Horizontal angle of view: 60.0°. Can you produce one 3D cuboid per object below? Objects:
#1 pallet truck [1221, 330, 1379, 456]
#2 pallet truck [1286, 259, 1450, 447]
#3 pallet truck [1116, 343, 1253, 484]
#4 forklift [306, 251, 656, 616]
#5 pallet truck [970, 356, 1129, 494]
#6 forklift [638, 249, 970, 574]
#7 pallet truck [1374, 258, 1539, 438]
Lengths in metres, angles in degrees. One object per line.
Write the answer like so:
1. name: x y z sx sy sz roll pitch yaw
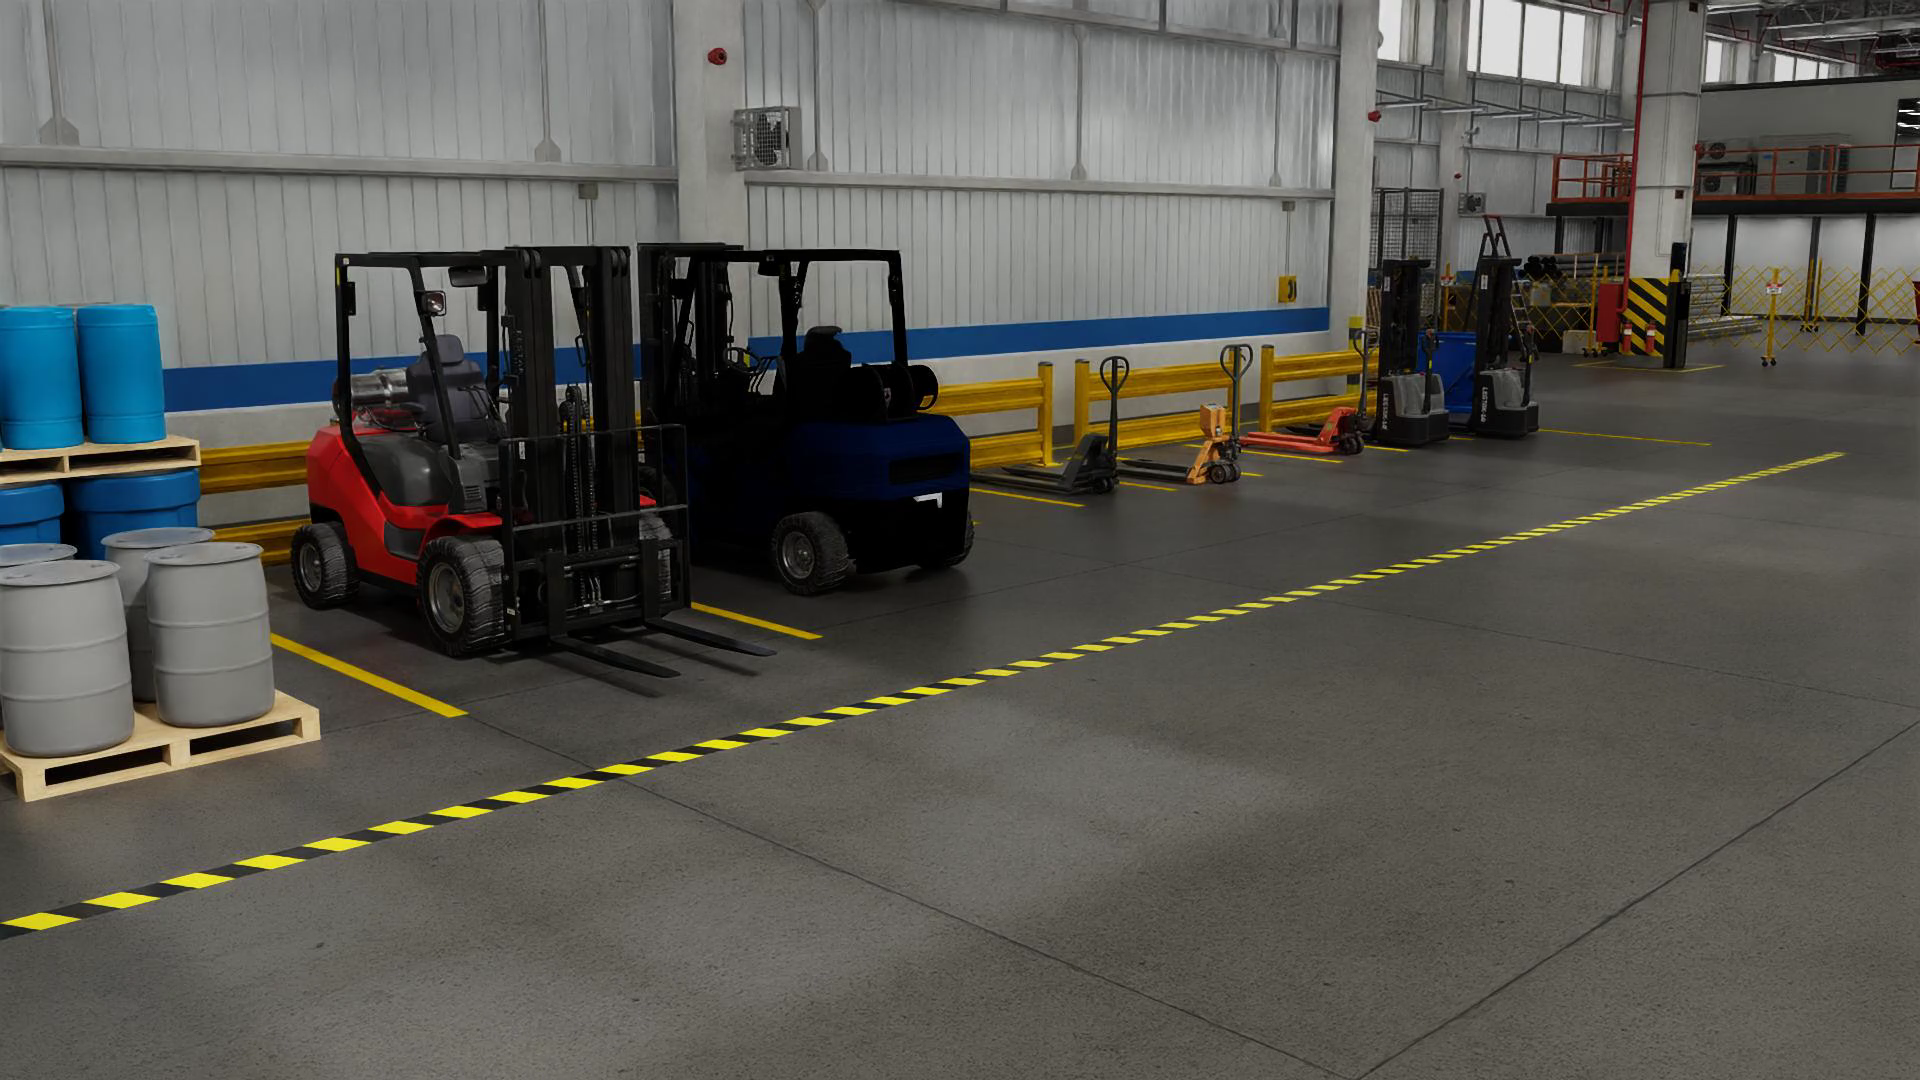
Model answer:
1. pallet truck: 3.563 -1.581 17.381 0.653 1.274 1.630 -10 14 -44
2. pallet truck: 4.493 -2.078 18.196 0.823 1.965 1.885 -9 14 -40
3. pallet truck: 1.962 -1.215 15.415 1.522 1.261 0.704 10 14 43
4. forklift: -2.833 -0.669 9.694 1.157 1.987 2.680 -10 14 -44
5. pallet truck: 0.784 -1.085 14.876 0.680 1.201 1.601 -10 14 -44
6. forklift: -1.173 -0.958 11.239 2.680 1.987 1.157 10 14 43
7. pallet truck: 5.704 -2.208 18.901 1.885 1.965 0.823 10 14 43
